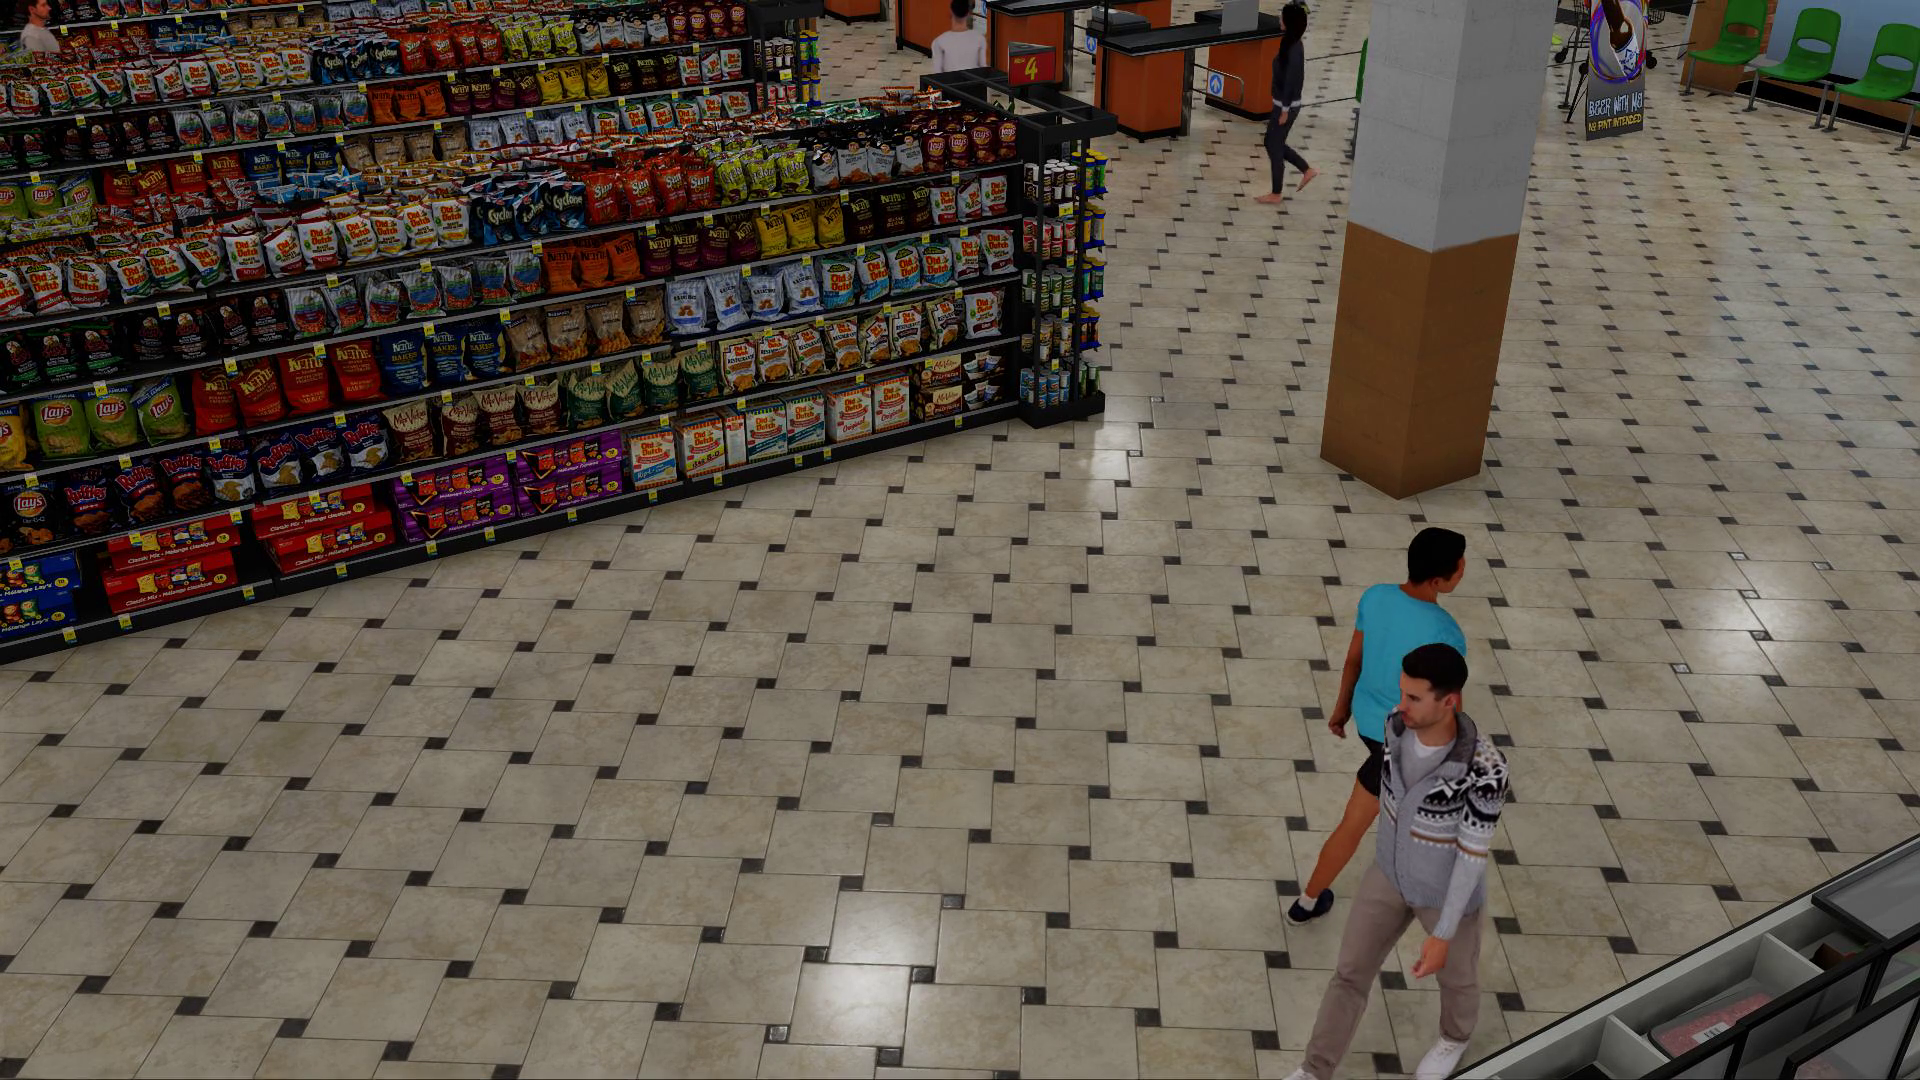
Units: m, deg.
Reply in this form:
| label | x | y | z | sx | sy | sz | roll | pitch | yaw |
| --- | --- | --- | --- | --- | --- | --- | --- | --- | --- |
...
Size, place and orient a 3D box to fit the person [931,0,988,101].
| label | x | y | z | sx | sy | sz | roll | pitch | yaw |
| --- | --- | --- | --- | --- | --- | --- | --- | --- | --- |
| person | 0.004 | -3.942 | 14.907 | 0.603 | 1.835 | 0.782 | -6 | 29 | -11 |

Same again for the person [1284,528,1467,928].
| label | x | y | z | sx | sy | sz | roll | pitch | yaw |
| --- | --- | --- | --- | --- | --- | --- | --- | --- | --- |
| person | 1.587 | 0.785 | 6.373 | 1.188 | 1.717 | 0.687 | -19 | 34 | -31 |

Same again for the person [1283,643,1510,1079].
| label | x | y | z | sx | sy | sz | roll | pitch | yaw |
| --- | --- | --- | --- | --- | --- | --- | --- | --- | --- |
| person | 1.649 | 1.129 | 5.640 | 1.166 | 1.815 | 0.796 | -21 | 35 | -33 |

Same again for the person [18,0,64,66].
| label | x | y | z | sx | sy | sz | roll | pitch | yaw |
| --- | --- | --- | --- | --- | --- | --- | --- | --- | --- |
| person | -8.091 | -3.947 | 14.849 | 0.628 | 1.901 | 0.713 | -9 | 30 | -16 |

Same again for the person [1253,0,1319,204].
| label | x | y | z | sx | sy | sz | roll | pitch | yaw |
| --- | --- | --- | --- | --- | --- | --- | --- | --- | --- |
| person | 2.993 | -3.870 | 14.861 | 0.928 | 1.754 | 0.839 | 3 | 29 | 5 |
